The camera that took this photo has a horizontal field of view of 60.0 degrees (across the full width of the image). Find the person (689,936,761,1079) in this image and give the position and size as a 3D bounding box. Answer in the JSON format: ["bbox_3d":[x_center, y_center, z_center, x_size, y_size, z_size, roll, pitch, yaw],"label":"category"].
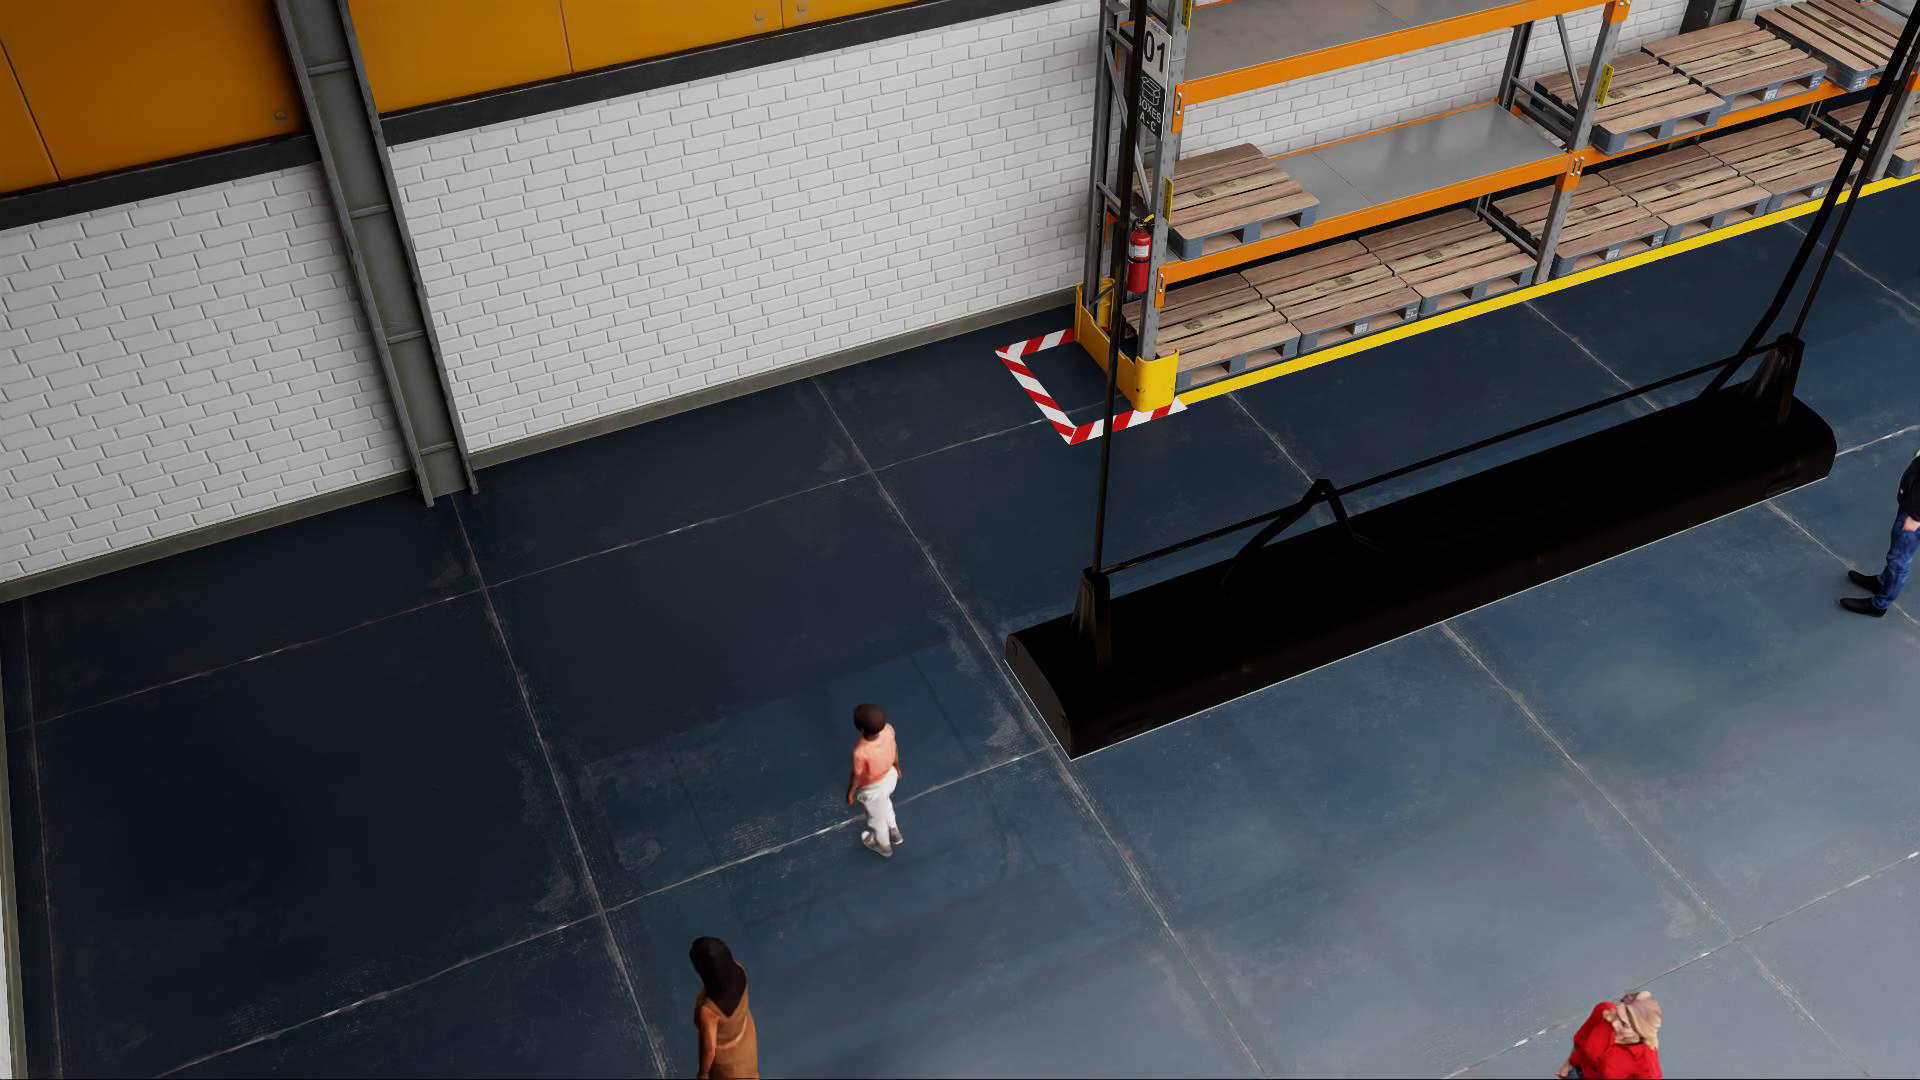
[{"bbox_3d":[-1.080,2.565,8.344,1.058,1.661,0.894,5,44,6],"label":"person"}]

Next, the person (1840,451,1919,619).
[{"bbox_3d":[6.456,-0.246,11.124,0.821,1.895,0.719,22,48,21],"label":"person"}]

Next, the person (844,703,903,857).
[{"bbox_3d":[-0.441,1.443,9.782,0.650,1.302,0.552,31,52,28],"label":"person"}]

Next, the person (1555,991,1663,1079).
[{"bbox_3d":[3.148,2.705,8.166,0.515,1.704,0.620,-16,46,-16],"label":"person"}]
